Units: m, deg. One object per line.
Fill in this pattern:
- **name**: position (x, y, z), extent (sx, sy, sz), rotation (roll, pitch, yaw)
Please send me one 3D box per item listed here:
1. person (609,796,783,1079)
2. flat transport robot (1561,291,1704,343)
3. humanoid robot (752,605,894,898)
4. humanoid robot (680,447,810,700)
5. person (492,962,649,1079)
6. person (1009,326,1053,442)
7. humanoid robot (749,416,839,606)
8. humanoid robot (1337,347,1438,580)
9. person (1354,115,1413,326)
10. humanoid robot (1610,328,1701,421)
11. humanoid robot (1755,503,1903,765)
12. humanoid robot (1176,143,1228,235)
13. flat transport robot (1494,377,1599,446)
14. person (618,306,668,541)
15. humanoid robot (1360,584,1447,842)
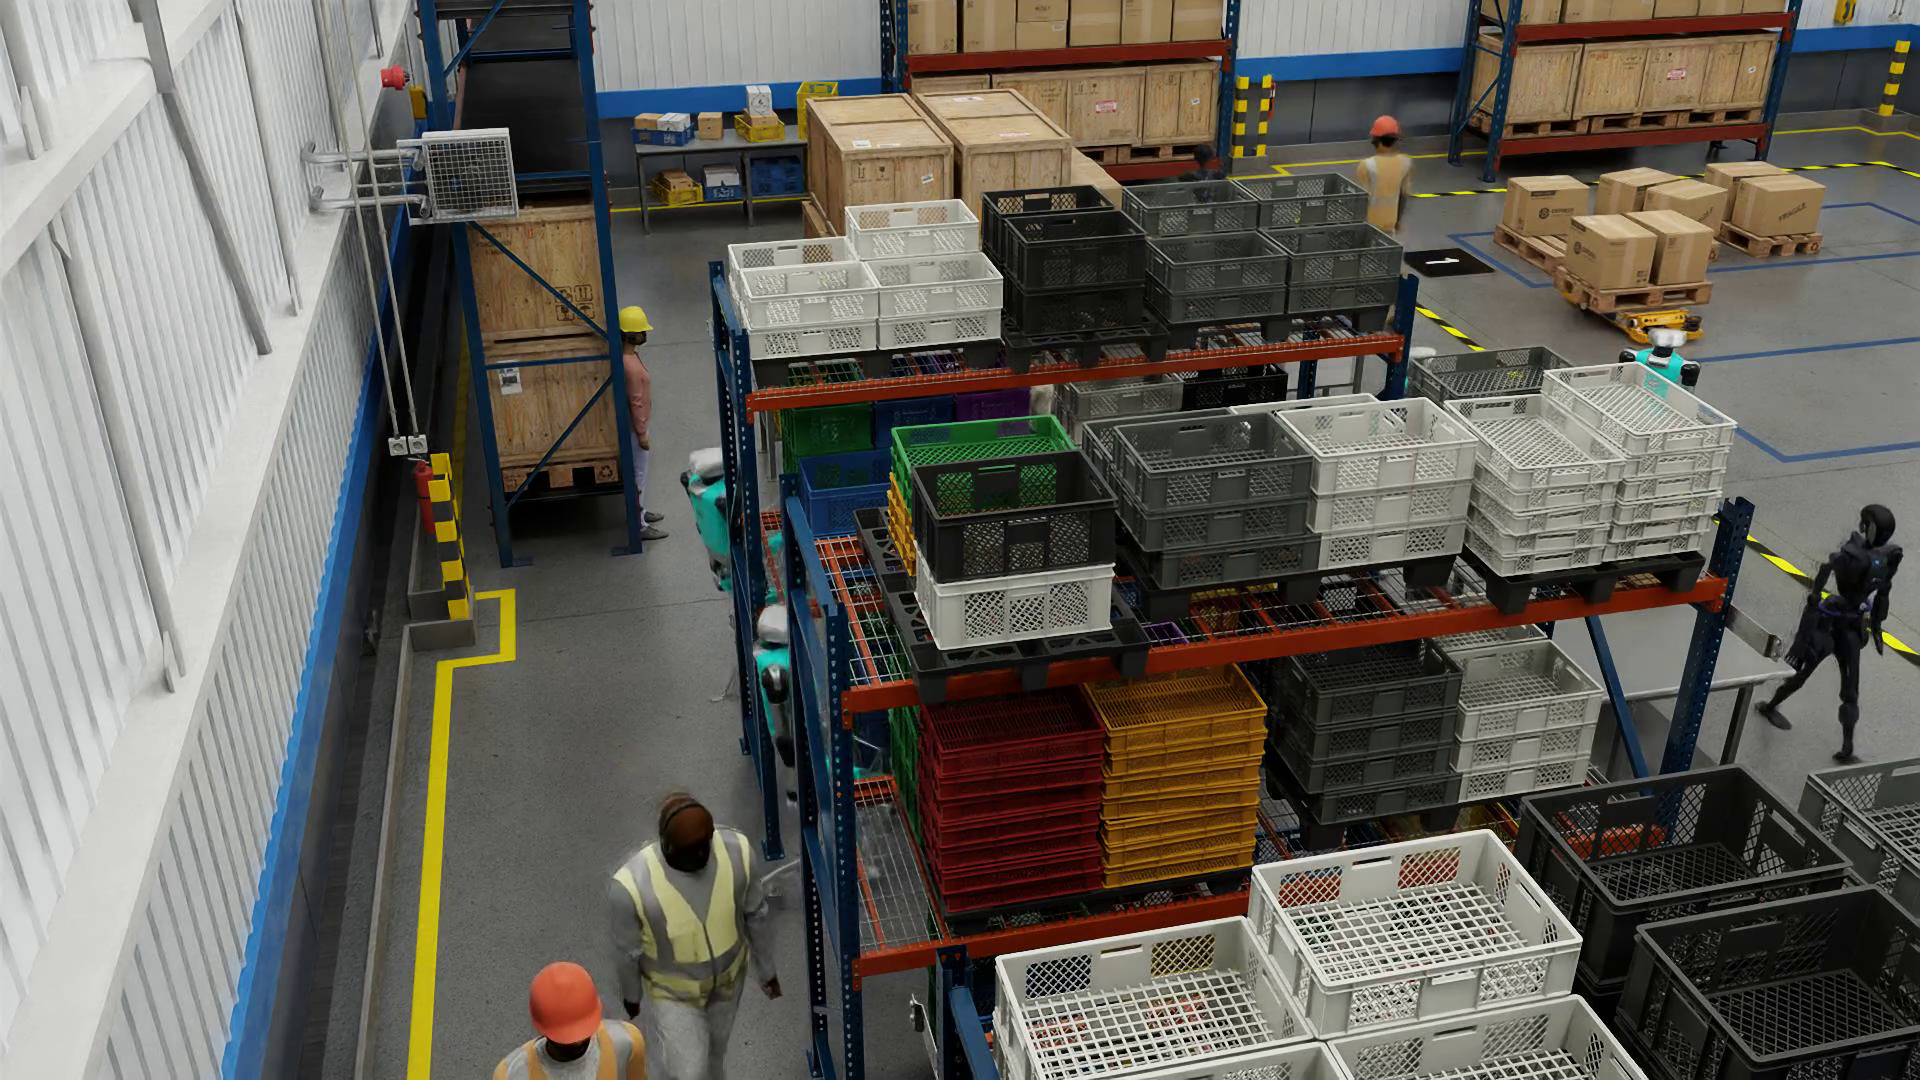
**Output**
- **person**: position (-1.030, 1.860, 6.847), extent (0.640, 1.821, 0.691), rotation (-17, 32, -29)
- **flat transport robot**: position (6.607, -2.296, 16.373), extent (0.652, 0.197, 1.431), rotation (-6, 28, -12)
- **humanoid robot**: position (-0.670, 1.113, 8.370), extent (1.000, 1.741, 0.538), rotation (-2, 28, -3)
- **humanoid robot**: position (-1.218, 0.197, 10.114), extent (0.824, 1.781, 0.529), rotation (-21, 34, -34)
- **person**: position (-1.328, 2.279, 5.929), extent (0.544, 1.942, 0.348), rotation (-15, 31, -27)
- **person**: position (0.443, -0.635, 11.578), extent (0.505, 1.837, 0.332), rotation (24, 36, 38)
- **humanoid robot**: position (-1.113, -0.057, 10.701), extent (0.844, 1.855, 0.539), rotation (-8, 29, -15)
- **humanoid robot**: position (2.836, -0.460, 11.461), extent (0.714, 1.905, 0.541), rotation (14, 31, 25)
- **person**: position (4.047, -3.075, 16.027), extent (0.621, 2.002, 1.010), rotation (-8, 29, -15)
- **humanoid robot**: position (4.892, -0.782, 11.808), extent (0.533, 1.679, 0.735), rotation (16, 32, 27)
- **humanoid robot**: position (5.087, 0.515, 9.606), extent (0.614, 1.621, 0.793), rotation (-7, 29, -14)
- **humanoid robot**: position (2.378, -3.099, 16.454), extent (0.600, 1.631, 0.742), rotation (-5, 28, -9)
- **flat transport robot**: position (4.780, -1.036, 14.013), extent (0.659, 0.231, 1.431), rotation (-6, 28, -12)
- **person**: position (-2.333, -0.845, 12.054), extent (0.337, 1.761, 0.522), rotation (-9, 29, -16)
- **humanoid robot**: position (2.401, 0.906, 8.814), extent (0.404, 1.642, 0.603), rotation (17, 32, 30)
